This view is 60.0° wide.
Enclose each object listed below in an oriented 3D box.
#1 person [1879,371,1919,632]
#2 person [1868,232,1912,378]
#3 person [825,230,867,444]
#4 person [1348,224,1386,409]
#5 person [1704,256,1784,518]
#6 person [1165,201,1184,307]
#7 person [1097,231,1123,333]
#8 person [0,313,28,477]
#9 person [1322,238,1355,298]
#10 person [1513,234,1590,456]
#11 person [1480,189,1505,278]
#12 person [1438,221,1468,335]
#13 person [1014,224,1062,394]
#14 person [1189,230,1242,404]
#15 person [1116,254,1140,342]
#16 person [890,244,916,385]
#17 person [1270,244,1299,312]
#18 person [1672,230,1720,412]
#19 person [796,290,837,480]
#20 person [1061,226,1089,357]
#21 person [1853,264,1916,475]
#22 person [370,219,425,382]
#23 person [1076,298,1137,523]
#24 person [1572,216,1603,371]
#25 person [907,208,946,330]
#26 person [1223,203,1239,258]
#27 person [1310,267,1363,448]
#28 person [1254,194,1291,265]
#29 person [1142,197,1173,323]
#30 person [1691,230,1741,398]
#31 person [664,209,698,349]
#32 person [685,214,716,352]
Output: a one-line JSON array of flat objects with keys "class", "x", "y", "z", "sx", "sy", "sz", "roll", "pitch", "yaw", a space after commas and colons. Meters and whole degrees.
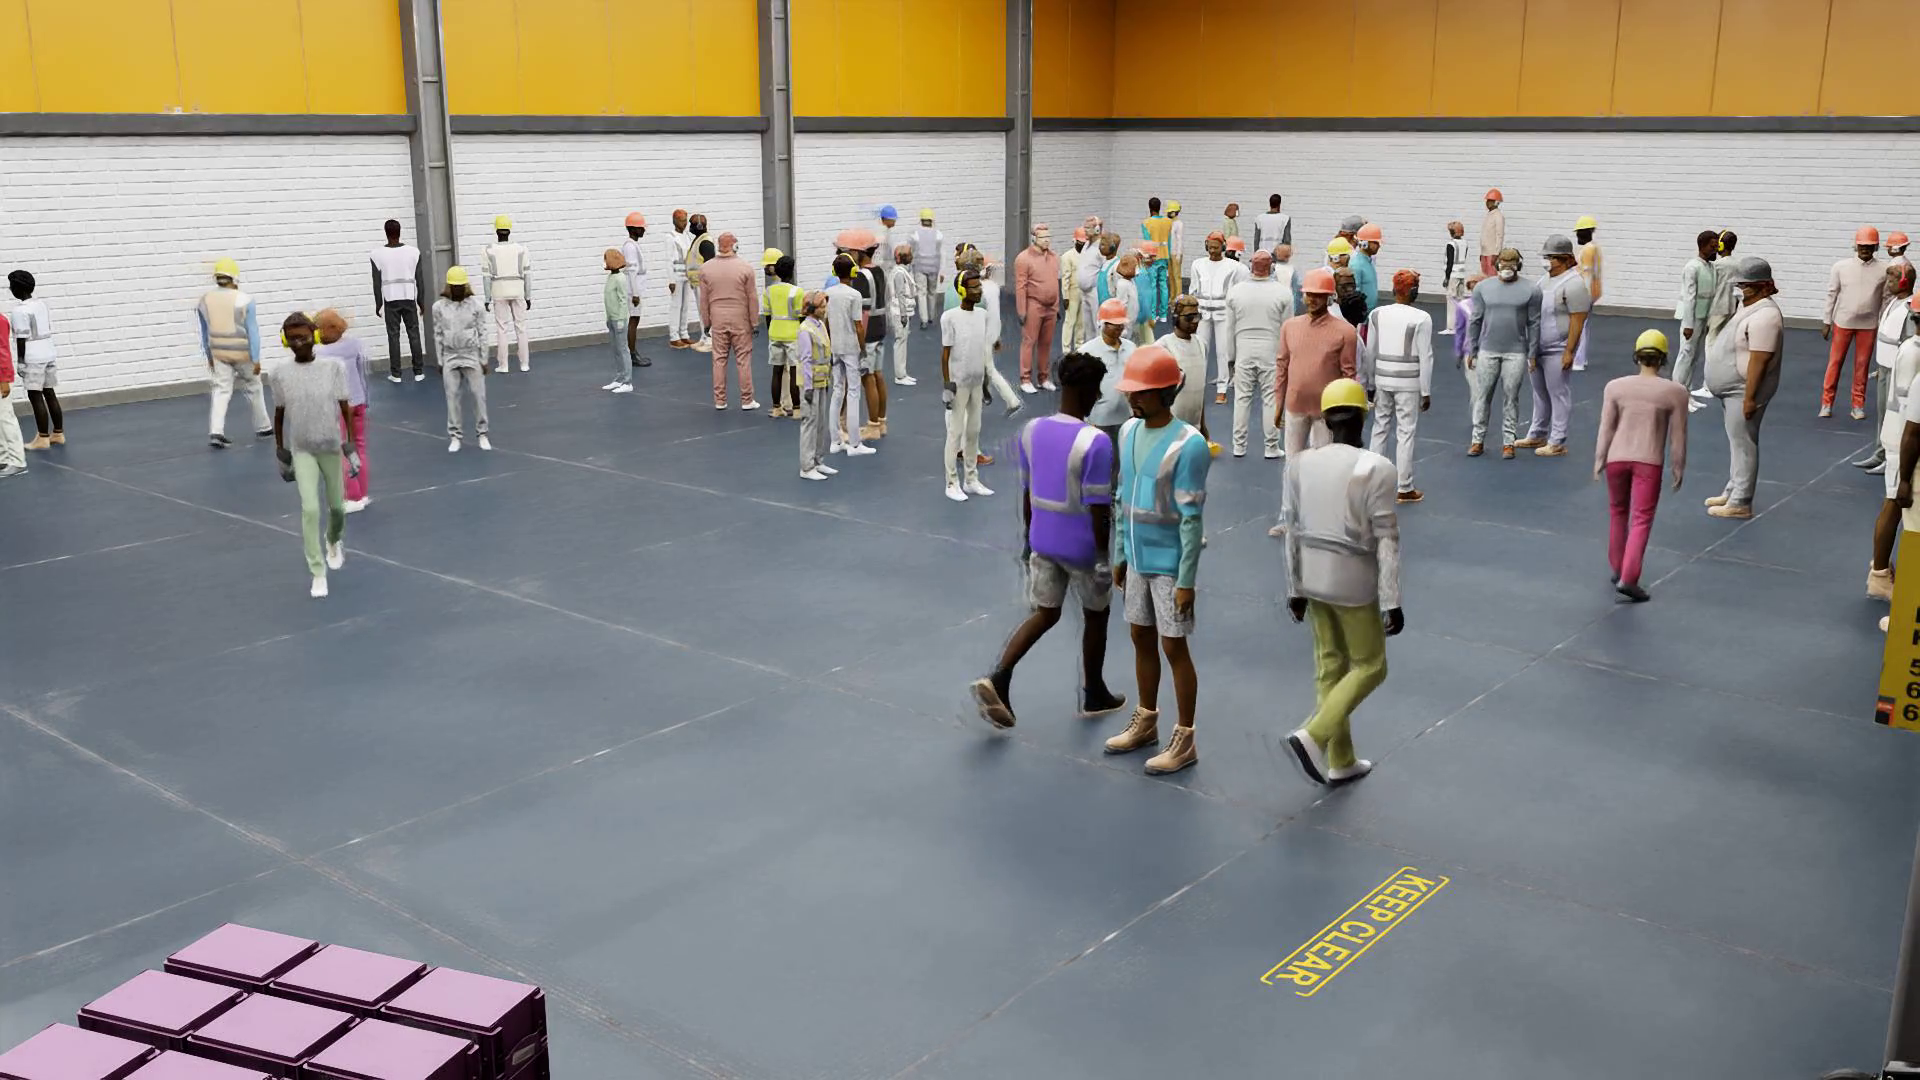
[{"class": "person", "x": 5.849, "y": -0.422, "z": 9.859, "sx": 0.682, "sy": 2.000, "sz": 0.537, "roll": -1, "pitch": 14, "yaw": -3}, {"class": "person", "x": 11.217, "y": -2.829, "z": 20.063, "sx": 0.336, "sy": 1.747, "sz": 0.575, "roll": 12, "pitch": 19, "yaw": 41}, {"class": "person", "x": -1.076, "y": -1.947, "z": 15.975, "sx": 0.407, "sy": 2.029, "sz": 0.631, "roll": 4, "pitch": 14, "yaw": 14}, {"class": "person", "x": 4.277, "y": -2.357, "z": 17.698, "sx": 0.406, "sy": 1.988, "sz": 0.613, "roll": 8, "pitch": 16, "yaw": 28}, {"class": "person", "x": 6.084, "y": -1.201, "z": 12.972, "sx": 0.535, "sy": 2.000, "sz": 0.681, "roll": 5, "pitch": 15, "yaw": 19}, {"class": "person", "x": 3.566, "y": -4.782, "z": 27.864, "sx": 0.339, "sy": 1.761, "sz": 0.524, "roll": -4, "pitch": 15, "yaw": -16}, {"class": "person", "x": 1.681, "y": -2.540, "z": 18.719, "sx": 0.343, "sy": 1.847, "sz": 0.506, "roll": -2, "pitch": 14, "yaw": -10}, {"class": "person", "x": -8.462, "y": -1.425, "z": 14.479, "sx": 0.575, "sy": 1.738, "sz": 0.353, "roll": 8, "pitch": 16, "yaw": 30}, {"class": "person", "x": 4.029, "y": -2.320, "z": 17.868, "sx": 0.404, "sy": 1.829, "sz": 0.602, "roll": 11, "pitch": 18, "yaw": 38}, {"class": "person", "x": 5.439, "y": -1.805, "z": 15.386, "sx": 0.537, "sy": 2.000, "sz": 0.689, "roll": -2, "pitch": 14, "yaw": -10}, {"class": "person", "x": 8.529, "y": -4.631, "z": 26.766, "sx": 0.375, "sy": 1.997, "sz": 0.612, "roll": -1, "pitch": 14, "yaw": -5}, {"class": "person", "x": 7.190, "y": -3.805, "z": 24.197, "sx": 0.311, "sy": 1.636, "sz": 0.521, "roll": 13, "pitch": 19, "yaw": 41}, {"class": "person", "x": 0.921, "y": -2.634, "z": 18.974, "sx": 0.655, "sy": 1.906, "sz": 0.407, "roll": -12, "pitch": 18, "yaw": -40}, {"class": "person", "x": 2.776, "y": -2.435, "z": 18.215, "sx": 0.583, "sy": 1.885, "sz": 0.337, "roll": 6, "pitch": 15, "yaw": 23}, {"class": "person", "x": 1.833, "y": -2.310, "z": 18.230, "sx": 0.276, "sy": 1.633, "sz": 0.507, "roll": 4, "pitch": 15, "yaw": 16}, {"class": "person", "x": -0.667, "y": -2.647, "z": 19.559, "sx": 0.309, "sy": 1.645, "sz": 0.514, "roll": 0, "pitch": 14, "yaw": 1}, {"class": "person", "x": 3.910, "y": -2.810, "z": 20.295, "sx": 0.519, "sy": 1.596, "sz": 0.842, "roll": -6, "pitch": 15, "yaw": -24}, {"class": "person", "x": 7.856, "y": -2.345, "z": 17.794, "sx": 0.371, "sy": 1.916, "sz": 0.597, "roll": 12, "pitch": 18, "yaw": 39}, {"class": "person", "x": -1.262, "y": -1.331, "z": 14.328, "sx": 0.311, "sy": 1.632, "sz": 0.525, "roll": 3, "pitch": 14, "yaw": 10}, {"class": "person", "x": 1.531, "y": -3.130, "z": 21.277, "sx": 0.563, "sy": 1.744, "sz": 0.347, "roll": -13, "pitch": 19, "yaw": -42}, {"class": "person", "x": 8.165, "y": -1.481, "z": 14.502, "sx": 0.378, "sy": 1.836, "sz": 0.569, "roll": 3, "pitch": 14, "yaw": 11}, {"class": "person", "x": -6.657, "y": -2.837, "z": 19.754, "sx": 0.593, "sy": 1.921, "sz": 0.392, "roll": -7, "pitch": 16, "yaw": -26}, {"class": "person", "x": 1.128, "y": -0.945, "z": 12.530, "sx": 0.569, "sy": 1.749, "sz": 0.342, "roll": -10, "pitch": 17, "yaw": -33}, {"class": "person", "x": 7.763, "y": -3.064, "z": 20.698, "sx": 0.432, "sy": 1.908, "sz": 0.608, "roll": 8, "pitch": 16, "yaw": 28}, {"class": "person", "x": -0.508, "y": -4.060, "z": 24.928, "sx": 0.585, "sy": 1.788, "sz": 0.930, "roll": -2, "pitch": 14, "yaw": -10}, {"class": "person", "x": 4.841, "y": -5.192, "z": 29.747, "sx": 0.285, "sy": 1.633, "sz": 0.498, "roll": 6, "pitch": 15, "yaw": 23}, {"class": "person", "x": 3.209, "y": -1.394, "z": 14.139, "sx": 0.513, "sy": 1.845, "sz": 0.334, "roll": -6, "pitch": 15, "yaw": -24}, {"class": "person", "x": 5.035, "y": -4.608, "z": 26.839, "sx": 0.597, "sy": 1.916, "sz": 0.370, "roll": 6, "pitch": 15, "yaw": 23}, {"class": "person", "x": 3.024, "y": -4.313, "z": 25.667, "sx": 0.587, "sy": 1.914, "sz": 0.391, "roll": -10, "pitch": 17, "yaw": -35}, {"class": "person", "x": 8.508, "y": -2.520, "z": 18.633, "sx": 0.501, "sy": 1.858, "sz": 0.328, "roll": -6, "pitch": 15, "yaw": -24}, {"class": "person", "x": -3.826, "y": -3.577, "z": 22.787, "sx": 0.339, "sy": 1.881, "sz": 0.584, "roll": 5, "pitch": 15, "yaw": 20}, {"class": "person", "x": -3.480, "y": -3.462, "z": 22.411, "sx": 0.429, "sy": 1.842, "sz": 0.630, "roll": -5, "pitch": 15, "yaw": -18}]
